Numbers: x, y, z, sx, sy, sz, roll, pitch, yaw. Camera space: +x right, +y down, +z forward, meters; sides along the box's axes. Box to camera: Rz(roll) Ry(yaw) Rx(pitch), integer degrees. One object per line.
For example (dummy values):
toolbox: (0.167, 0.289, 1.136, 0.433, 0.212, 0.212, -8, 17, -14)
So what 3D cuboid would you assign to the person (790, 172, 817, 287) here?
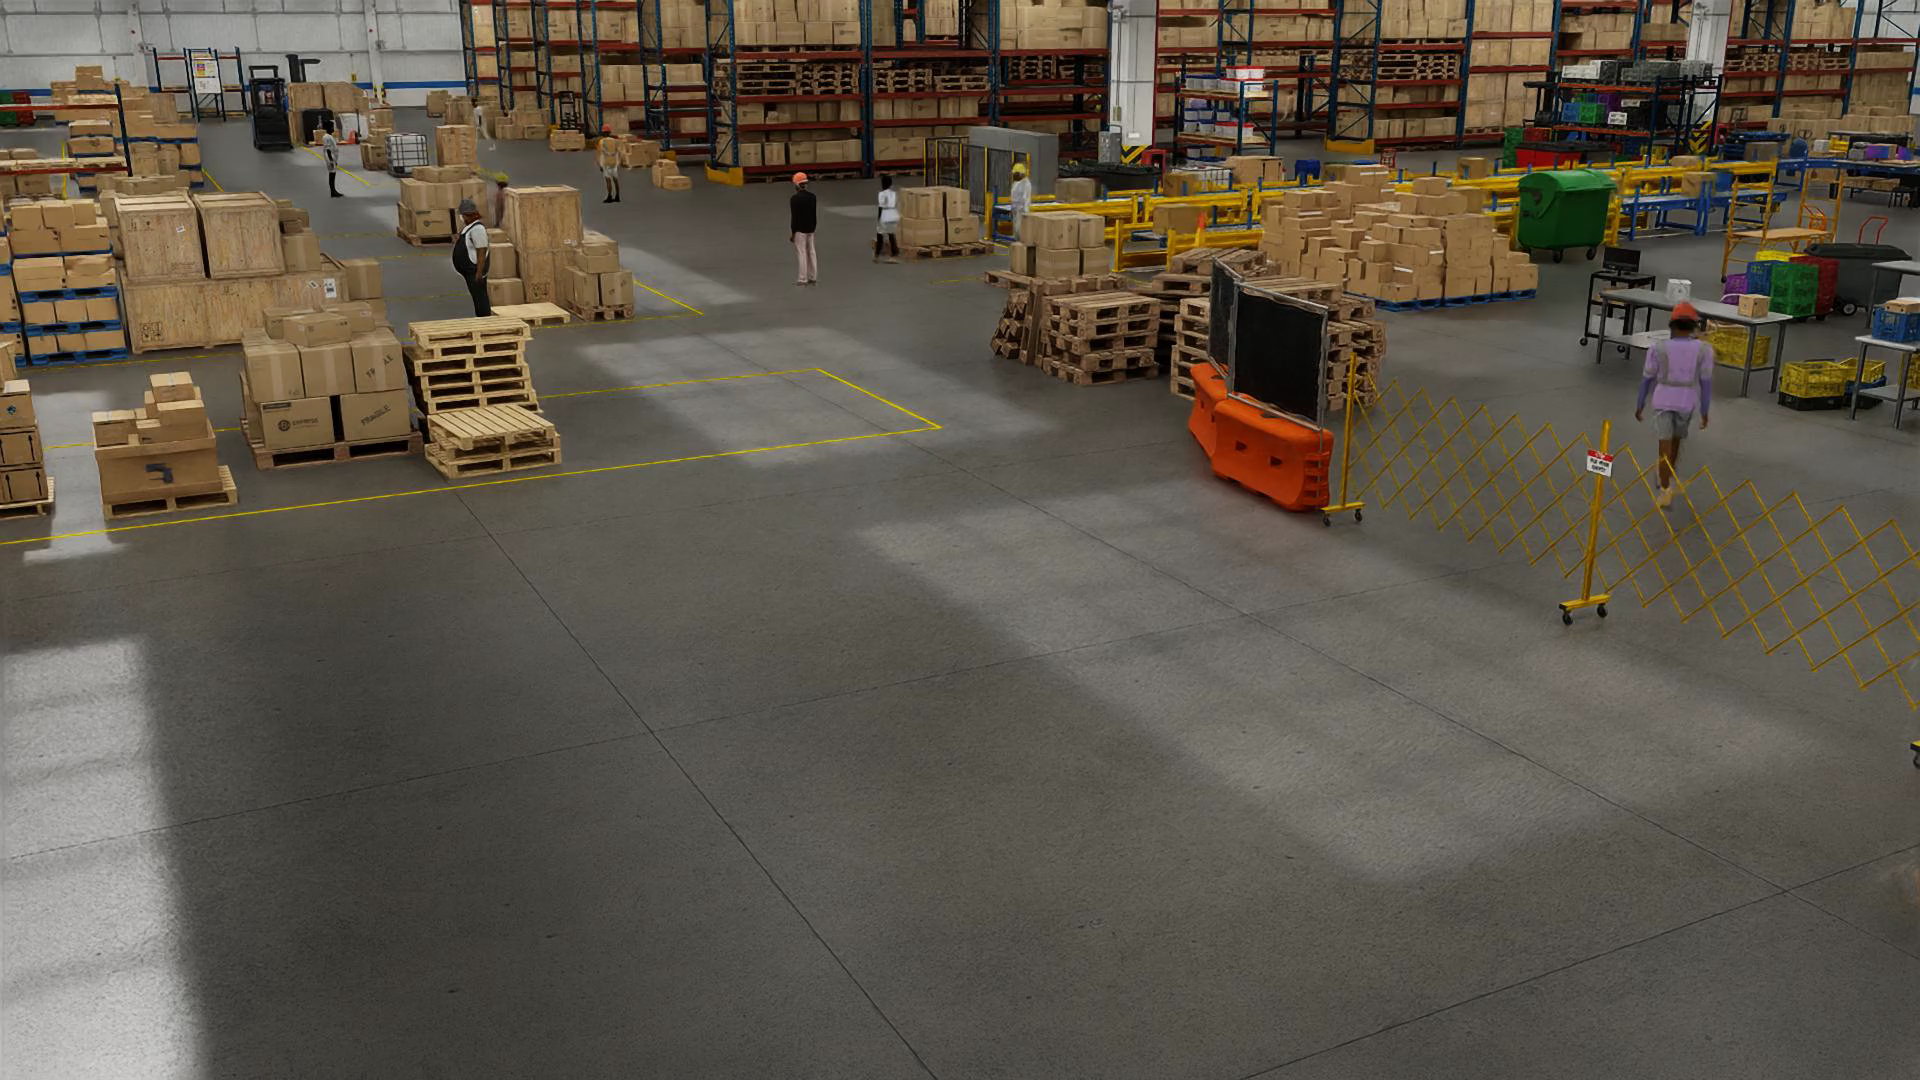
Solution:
person: (-2.768, -5.454, 29.263, 0.393, 1.995, 0.612, 14, 22, 36)

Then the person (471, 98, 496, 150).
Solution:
person: (-16.410, -14.219, 56.948, 1.058, 1.788, 0.520, -16, 24, -41)

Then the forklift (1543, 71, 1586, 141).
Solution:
forklift: (18.685, -13.231, 52.085, 1.873, 2.768, 1.129, -9, 20, -26)

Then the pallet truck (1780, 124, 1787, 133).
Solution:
pallet truck: (25.206, -12.542, 52.601, 1.601, 1.201, 0.680, 0, 18, -2)

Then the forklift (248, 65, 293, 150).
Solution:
forklift: (-23.973, -14.996, 57.585, 1.129, 2.768, 1.873, -9, 20, -27)

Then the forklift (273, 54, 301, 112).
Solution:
forklift: (-28.193, -19.170, 70.598, 1.873, 2.768, 1.129, -9, 20, -26)

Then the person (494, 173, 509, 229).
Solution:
person: (-8.843, -6.204, 32.028, 0.874, 1.732, 0.530, 1, 18, 4)

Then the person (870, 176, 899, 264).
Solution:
person: (-1.445, -6.153, 31.983, 0.708, 1.651, 0.597, 15, 23, 38)

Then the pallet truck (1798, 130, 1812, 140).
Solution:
pallet truck: (25.526, -11.556, 49.408, 1.630, 1.274, 0.653, -9, 20, -26)

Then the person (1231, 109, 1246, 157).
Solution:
person: (8.919, -12.992, 53.333, 0.543, 1.641, 0.887, -8, 20, -25)

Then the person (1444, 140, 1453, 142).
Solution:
person: (17.882, -15.354, 60.706, 0.286, 1.636, 0.498, 17, 24, 42)

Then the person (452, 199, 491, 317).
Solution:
person: (-7.307, -4.074, 24.888, 0.538, 2.000, 0.689, -8, 20, -24)

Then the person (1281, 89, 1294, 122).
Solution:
person: (13.265, -17.408, 67.157, 0.838, 1.605, 0.520, -10, 20, -27)

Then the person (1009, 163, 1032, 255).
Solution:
person: (1.178, -6.544, 32.949, 0.421, 1.816, 0.616, -9, 20, -26)

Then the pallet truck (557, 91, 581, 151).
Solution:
pallet truck: (-13.495, -14.412, 57.188, 0.823, 1.965, 1.885, -3, 18, -9)

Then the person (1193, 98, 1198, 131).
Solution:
person: (9.331, -17.074, 65.605, 0.459, 1.926, 0.573, 2, 18, 5)

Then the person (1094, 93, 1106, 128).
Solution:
person: (5.607, -17.228, 66.499, 0.550, 1.664, 0.742, -1, 18, -3)

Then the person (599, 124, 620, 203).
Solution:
person: (-8.853, -9.480, 41.908, 0.379, 1.938, 0.547, 15, 23, 39)

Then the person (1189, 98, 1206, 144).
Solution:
person: (8.565, -15.251, 59.993, 0.653, 1.888, 1.036, 0, 18, 1)

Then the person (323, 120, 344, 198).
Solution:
person: (-16.251, -9.855, 43.030, 0.367, 1.966, 0.606, -4, 18, -13)

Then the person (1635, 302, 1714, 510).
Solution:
person: (7.058, -1.367, 16.518, 0.636, 1.990, 1.049, 3, 18, 10)
